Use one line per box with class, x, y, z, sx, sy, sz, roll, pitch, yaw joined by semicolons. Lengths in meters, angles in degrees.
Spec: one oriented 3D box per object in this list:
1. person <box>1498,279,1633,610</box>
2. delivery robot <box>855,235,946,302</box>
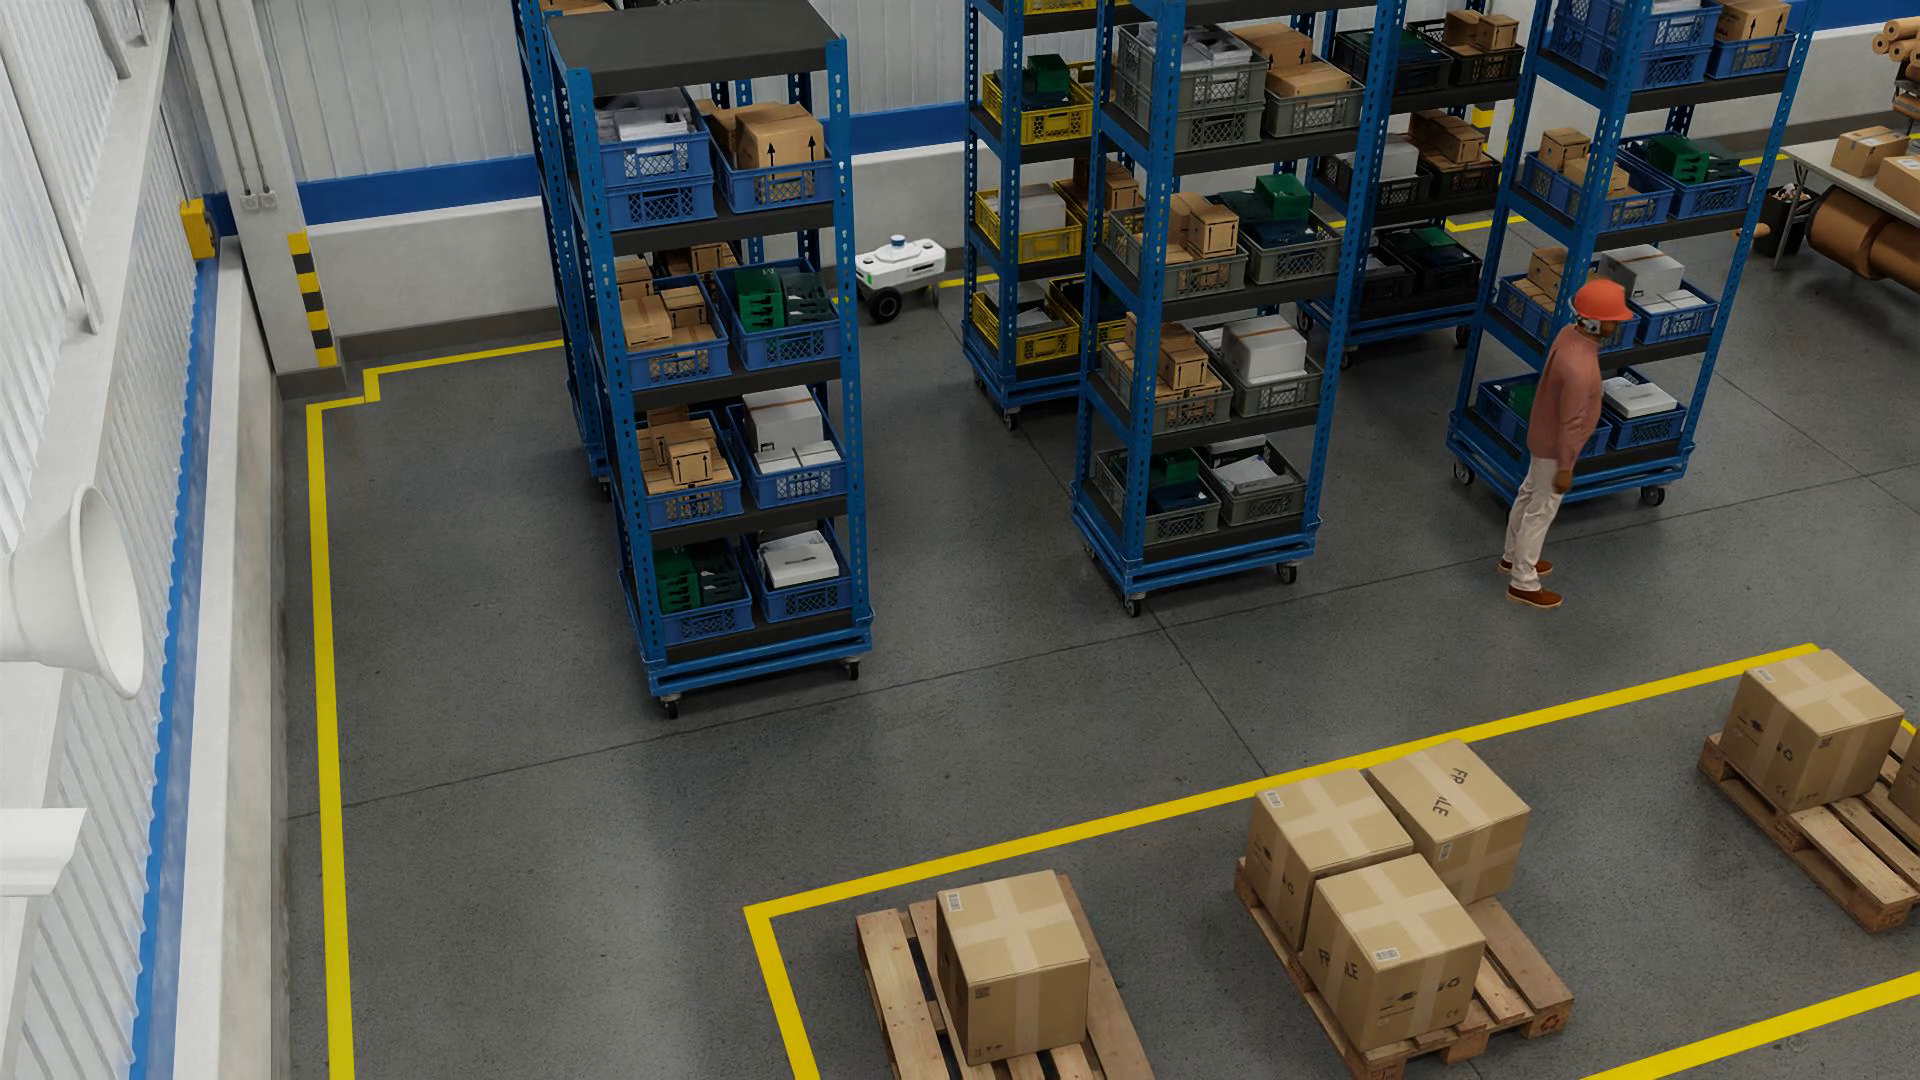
person;3.372;-0.549;9.326;0.390;1.995;0.613;7;36;9
delivery robot;-0.468;-2.086;12.666;0.707;0.478;0.477;-19;39;-25
